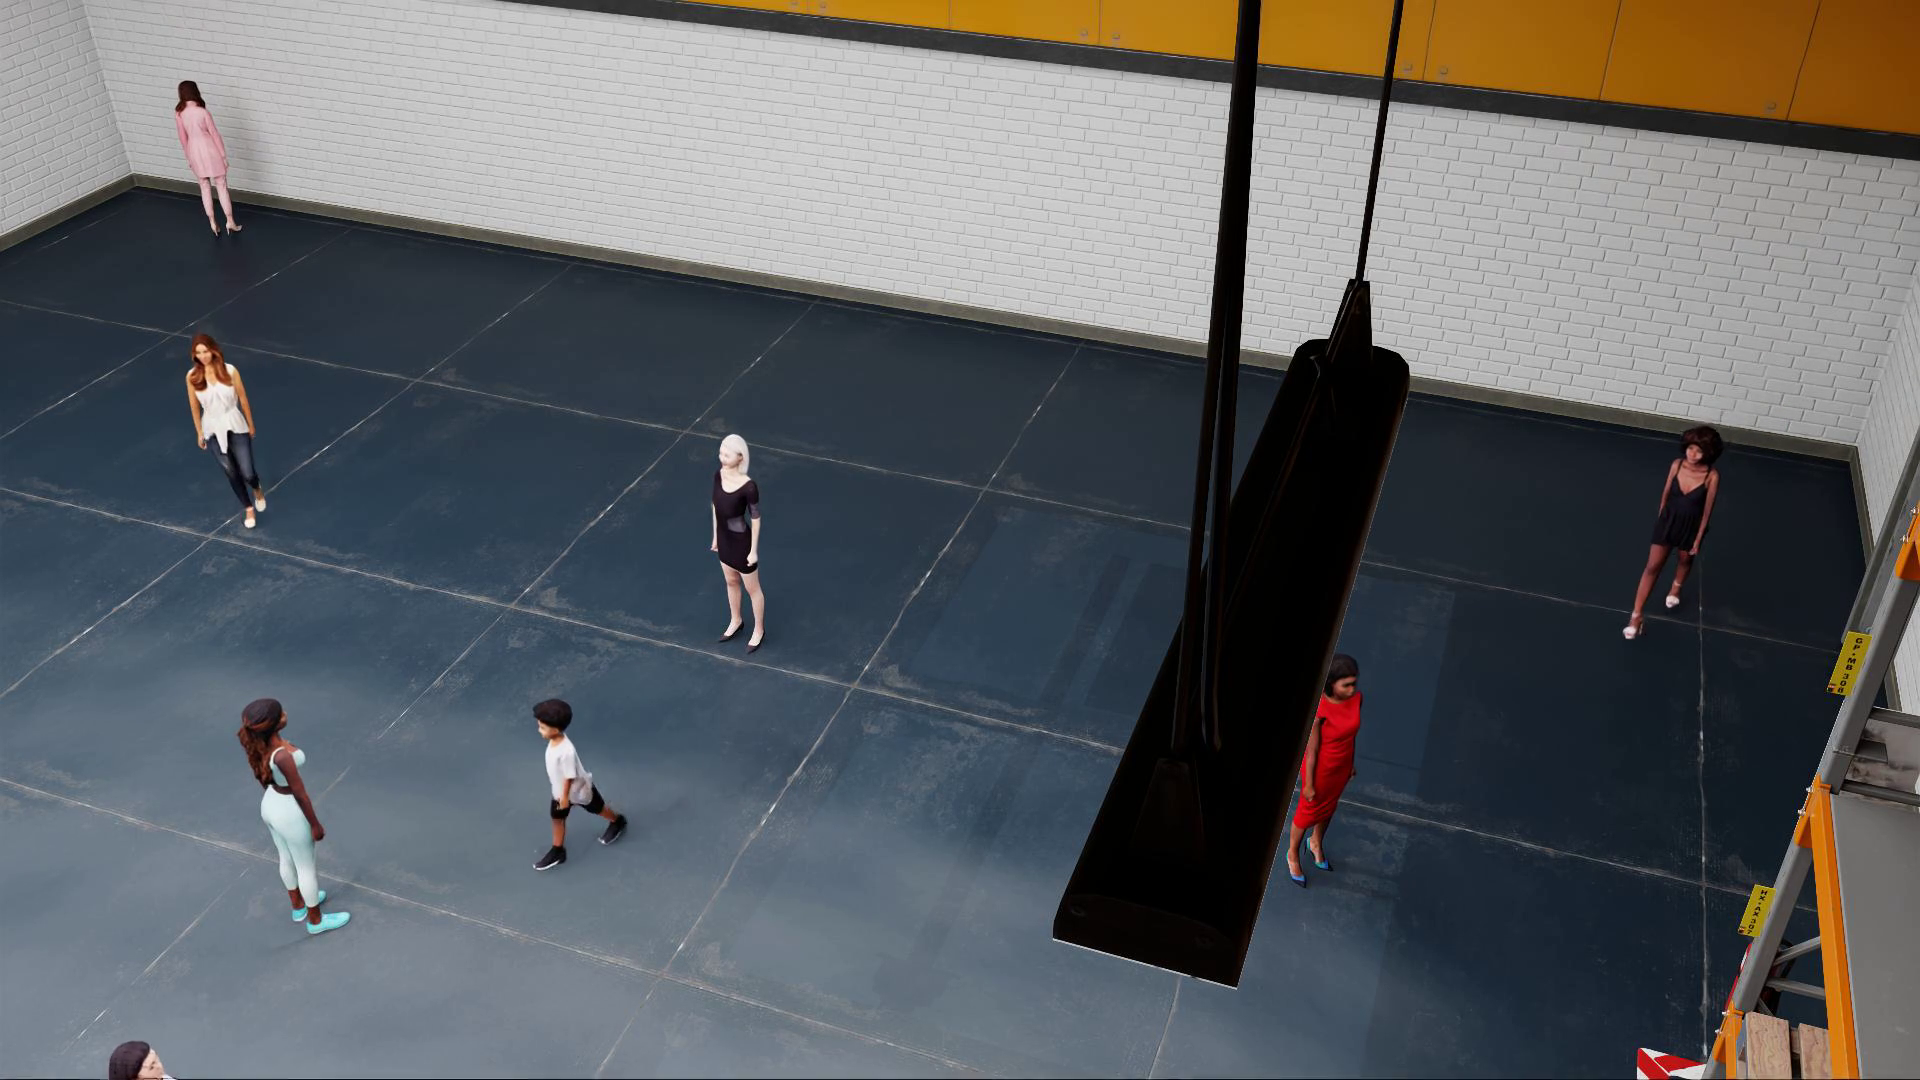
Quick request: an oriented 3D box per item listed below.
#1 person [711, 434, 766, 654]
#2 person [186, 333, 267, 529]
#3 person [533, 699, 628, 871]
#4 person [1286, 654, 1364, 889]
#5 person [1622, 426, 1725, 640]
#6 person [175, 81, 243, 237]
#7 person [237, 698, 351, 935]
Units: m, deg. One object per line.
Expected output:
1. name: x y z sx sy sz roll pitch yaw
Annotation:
1. person: -1.669 0.019 12.496 0.627 1.830 0.581 21 39 28
2. person: -6.167 -0.947 13.998 0.736 1.775 0.791 -9 35 -13
3. person: -2.455 1.536 10.746 0.953 1.239 0.754 -26 42 -33
4. person: 2.297 1.435 10.443 0.617 1.744 0.712 -21 39 -28
5. person: 5.562 -0.097 12.754 0.740 1.736 1.146 21 39 29
6. person: -8.686 -4.386 19.147 0.684 1.802 0.658 -2 34 -3
7. person: -4.084 1.666 10.113 0.630 1.724 0.618 23 40 31
